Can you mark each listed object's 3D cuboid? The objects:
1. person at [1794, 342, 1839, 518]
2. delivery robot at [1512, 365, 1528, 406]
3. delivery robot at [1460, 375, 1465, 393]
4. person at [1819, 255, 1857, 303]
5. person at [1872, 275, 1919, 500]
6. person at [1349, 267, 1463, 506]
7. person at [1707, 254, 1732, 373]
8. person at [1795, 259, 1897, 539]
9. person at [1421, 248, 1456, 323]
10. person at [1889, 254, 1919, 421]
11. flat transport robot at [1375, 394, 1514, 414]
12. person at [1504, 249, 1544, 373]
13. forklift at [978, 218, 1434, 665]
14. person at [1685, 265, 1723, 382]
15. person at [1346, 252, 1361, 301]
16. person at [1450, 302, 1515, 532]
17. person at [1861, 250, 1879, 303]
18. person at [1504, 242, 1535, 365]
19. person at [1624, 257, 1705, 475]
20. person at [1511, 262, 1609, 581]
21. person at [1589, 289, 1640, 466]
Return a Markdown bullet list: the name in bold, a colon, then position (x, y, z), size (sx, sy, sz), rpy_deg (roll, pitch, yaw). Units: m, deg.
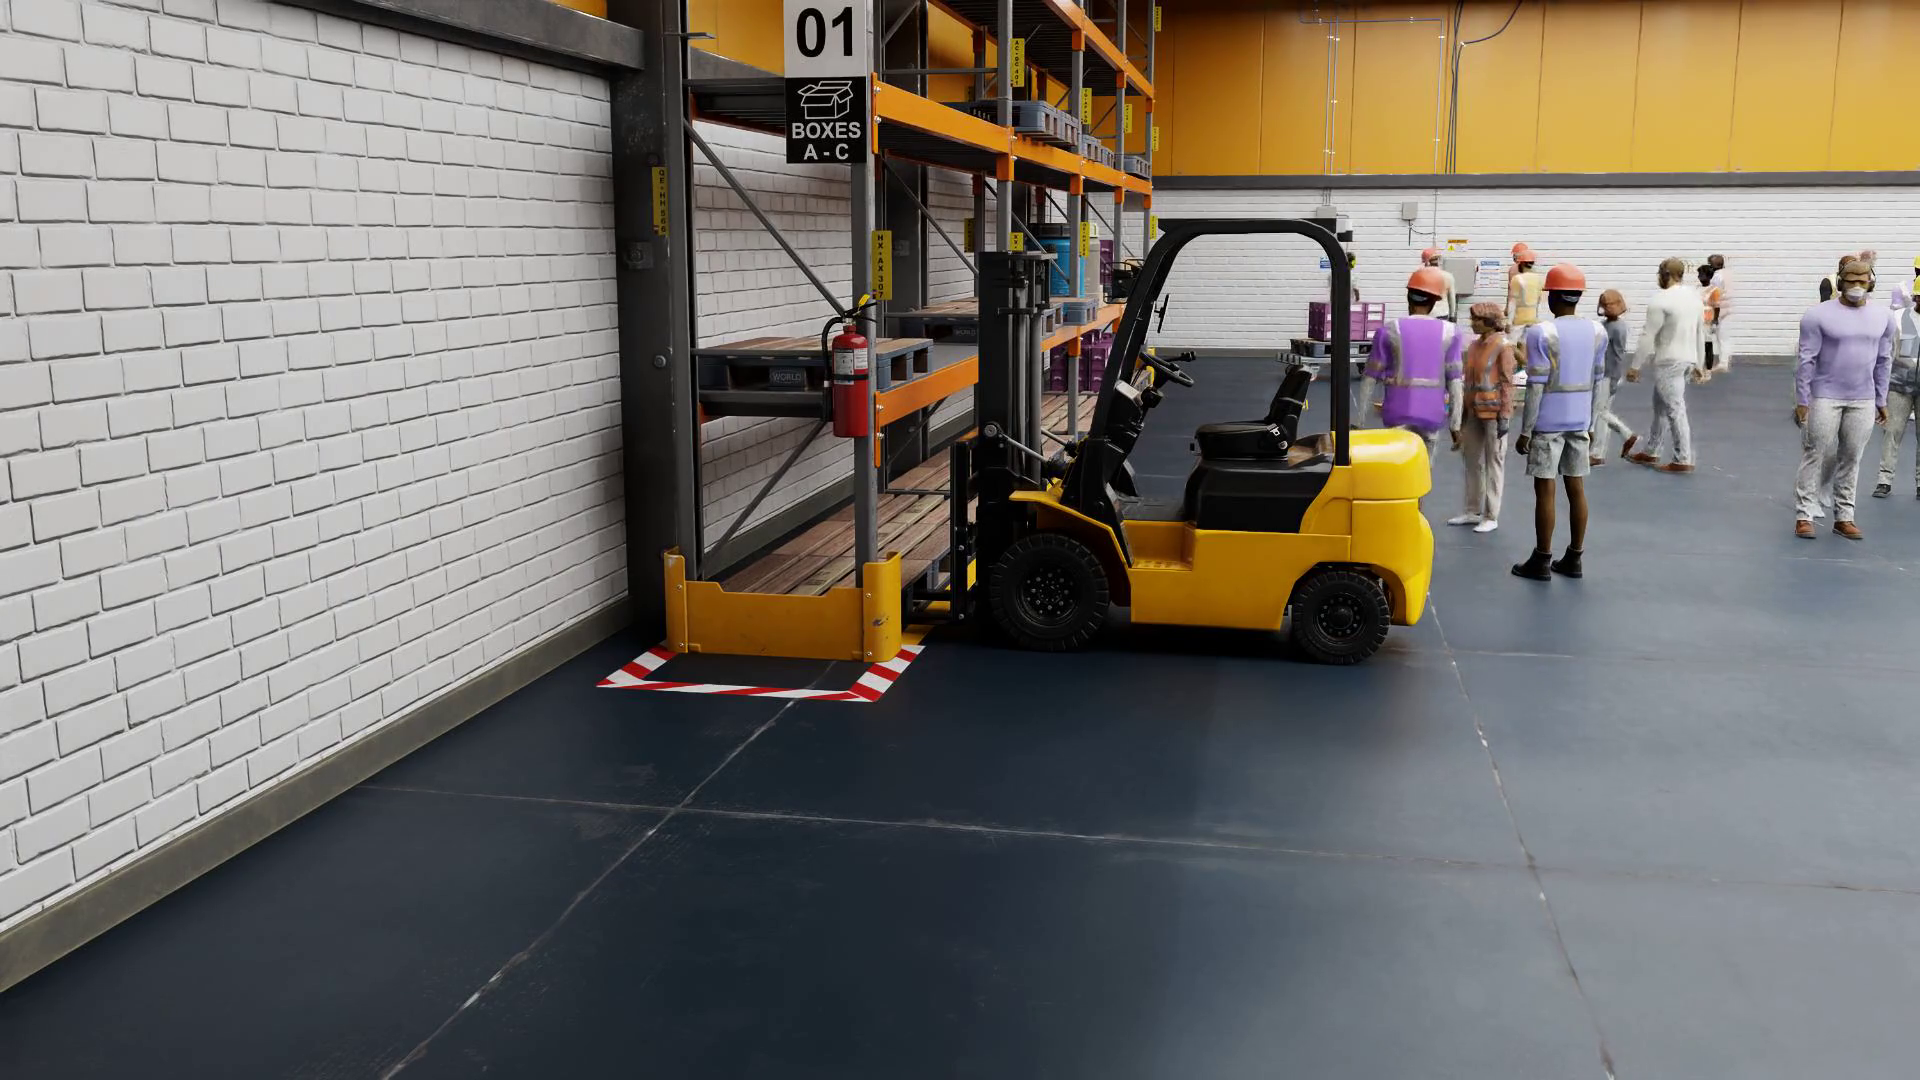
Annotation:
- **person**: position (6.479, -0.981, 12.454), size (0.522, 1.627, 0.390), rpy_deg (0, 10, 2)
- **delivery robot**: position (6.746, -1.841, 19.856), size (0.477, 0.478, 0.707), rpy_deg (5, 11, 26)
- **delivery robot**: position (6.356, -1.918, 20.255), size (0.707, 0.478, 0.477), rpy_deg (-9, 14, -36)
- **person**: position (12.106, -2.980, 22.852), size (0.621, 1.837, 0.429), rpy_deg (-2, 11, -11)
- **person**: position (7.626, -1.225, 13.261), size (0.586, 1.824, 0.403), rpy_deg (6, 12, 31)
- **person**: position (2.813, -0.776, 10.585), size (0.683, 1.888, 0.842), rpy_deg (0, 10, 0)
- **person**: position (11.602, -3.509, 25.808), size (0.623, 1.809, 0.833), rpy_deg (-9, 14, -42)
- **person**: position (6.113, -0.967, 11.533), size (0.634, 1.936, 0.351), rpy_deg (1, 10, 6)
- **person**: position (6.960, -3.305, 24.407), size (0.631, 1.929, 1.060), rpy_deg (1, 10, 8)
- **person**: position (10.800, -2.286, 18.808), size (0.585, 1.921, 0.383), rpy_deg (0, 10, 0)
- **flat transport robot**: position (5.678, -1.590, 19.519), size (1.431, 0.197, 0.652), rpy_deg (-1, 10, -5)
- **person**: position (7.773, -3.024, 22.853), size (0.568, 1.923, 0.589), rpy_deg (-6, 12, -28)
- **forklift**: position (1.285, -0.567, 8.635), size (2.313, 2.155, 1.214), rpy_deg (2, 11, 11)
- **person**: position (10.757, -3.132, 24.074), size (0.322, 1.692, 0.533), rpy_deg (-4, 11, -22)
- **person**: position (6.243, -3.765, 27.122), size (0.527, 1.855, 0.583), rpy_deg (8, 13, 38)
- **person**: position (3.761, -0.871, 11.869), size (0.328, 1.629, 0.552), rpy_deg (-3, 11, -17)
- **person**: position (13.959, -3.530, 25.713), size (0.429, 1.888, 0.666), rpy_deg (-1, 10, -7)
- **person**: position (9.164, -3.876, 27.314), size (0.612, 1.997, 0.375), rpy_deg (-8, 13, -38)
- **person**: position (6.238, -1.551, 14.820), size (0.645, 1.900, 0.879), rpy_deg (-8, 13, -36)
- **person**: position (3.643, -0.715, 10.150), size (0.542, 1.938, 0.358), rpy_deg (-3, 11, -18)
- **person**: position (5.934, -1.474, 15.158), size (0.546, 1.617, 0.518), rpy_deg (0, 10, 2)
